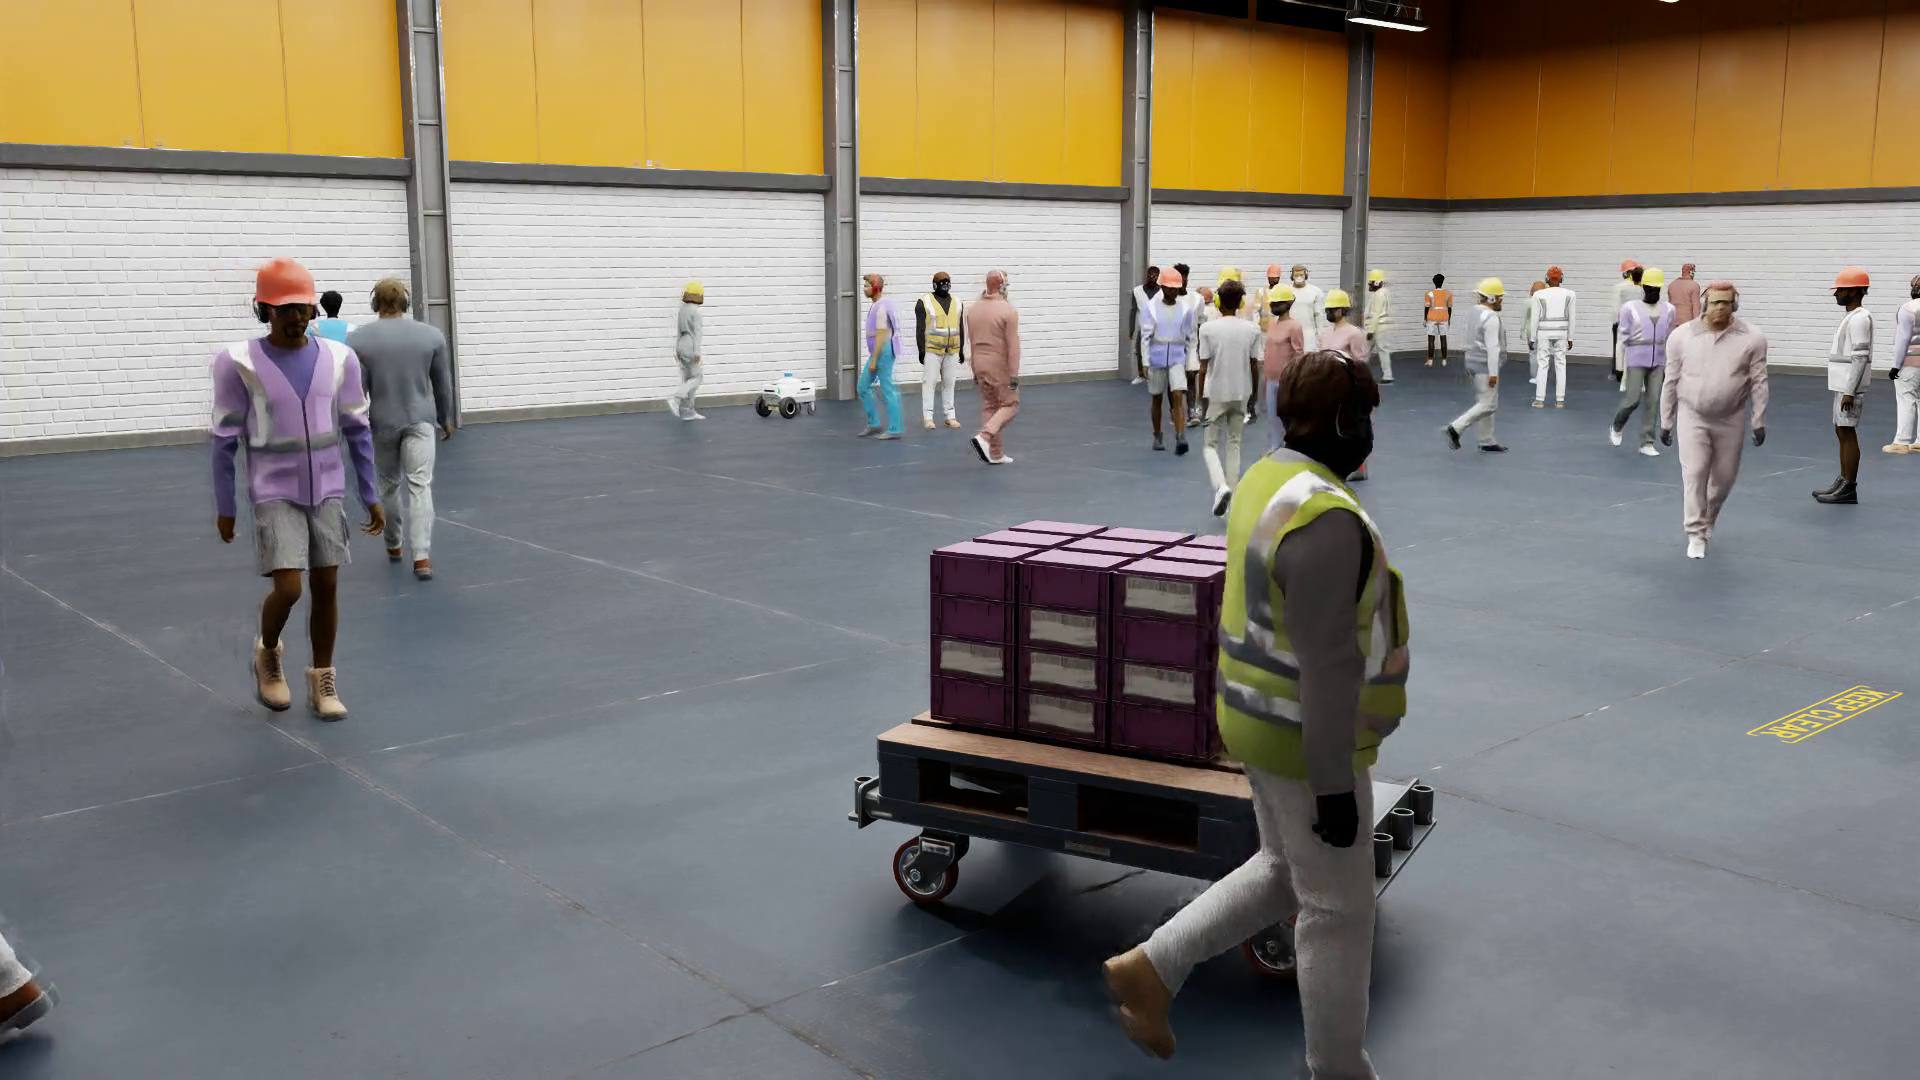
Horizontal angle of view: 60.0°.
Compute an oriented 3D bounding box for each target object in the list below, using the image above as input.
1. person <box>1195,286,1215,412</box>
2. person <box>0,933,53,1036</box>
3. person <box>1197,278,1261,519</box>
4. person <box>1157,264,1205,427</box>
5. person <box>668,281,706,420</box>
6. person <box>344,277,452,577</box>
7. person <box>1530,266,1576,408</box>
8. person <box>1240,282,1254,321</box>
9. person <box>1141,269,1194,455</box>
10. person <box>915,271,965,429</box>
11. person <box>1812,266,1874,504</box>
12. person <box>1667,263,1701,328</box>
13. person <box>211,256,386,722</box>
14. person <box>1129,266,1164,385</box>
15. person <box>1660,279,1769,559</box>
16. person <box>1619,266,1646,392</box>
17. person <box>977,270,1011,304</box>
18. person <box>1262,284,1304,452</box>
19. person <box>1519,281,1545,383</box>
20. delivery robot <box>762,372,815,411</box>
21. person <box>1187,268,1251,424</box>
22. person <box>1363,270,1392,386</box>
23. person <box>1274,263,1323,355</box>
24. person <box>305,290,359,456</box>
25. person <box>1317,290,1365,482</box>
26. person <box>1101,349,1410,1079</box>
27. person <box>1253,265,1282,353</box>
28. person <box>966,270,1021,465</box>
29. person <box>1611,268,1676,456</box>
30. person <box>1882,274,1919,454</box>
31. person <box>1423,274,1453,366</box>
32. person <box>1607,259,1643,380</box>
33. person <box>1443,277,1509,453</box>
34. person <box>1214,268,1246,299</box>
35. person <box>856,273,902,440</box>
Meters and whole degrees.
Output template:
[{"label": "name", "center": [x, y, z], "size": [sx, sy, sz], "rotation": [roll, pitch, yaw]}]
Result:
[{"label": "person", "center": [3.150, -2.435, 21.380], "size": [0.314, 1.636, 0.517], "rotation": [9, 13, 41]}, {"label": "person", "center": [-2.699, 0.426, 3.935], "size": [0.816, 1.880, 0.640], "rotation": [-3, 10, -18]}, {"label": "person", "center": [2.060, -1.052, 12.672], "size": [0.518, 1.846, 0.498], "rotation": [-1, 10, -5]}, {"label": "person", "center": [2.619, -2.291, 19.682], "size": [0.623, 1.920, 0.952], "rotation": [0, 10, -2]}, {"label": "person", "center": [-3.353, -2.314, 20.407], "size": [0.556, 1.722, 0.508], "rotation": [-8, 13, -39]}, {"label": "person", "center": [-3.593, -0.730, 10.694], "size": [0.649, 1.886, 1.047], "rotation": [-4, 10, -20]}, {"label": "person", "center": [7.915, -2.707, 22.240], "size": [0.573, 1.887, 0.356], "rotation": [1, 10, 8]}, {"label": "person", "center": [4.281, -3.163, 25.647], "size": [0.507, 1.631, 0.266], "rotation": [1, 10, 7]}, {"label": "person", "center": [2.121, -1.811, 16.986], "size": [0.553, 1.884, 0.989], "rotation": [0, 10, 0]}, {"label": "person", "center": [-0.215, -2.226, 19.556], "size": [0.623, 1.844, 0.429], "rotation": [-5, 11, -26]}, {"label": "person", "center": [7.245, -1.262, 13.627], "size": [0.363, 1.935, 0.553], "rotation": [4, 10, 22]}, {"label": "person", "center": [12.355, -3.757, 28.357], "size": [0.402, 1.903, 0.643], "rotation": [-5, 11, -25]}, {"label": "person", "center": [-2.846, -0.200, 7.163], "size": [0.627, 2.022, 0.473], "rotation": [-9, 13, -42]}, {"label": "person", "center": [2.942, -3.274, 25.592], "size": [0.612, 1.883, 0.735], "rotation": [2, 10, 14]}, {"label": "person", "center": [5.142, -0.841, 11.375], "size": [0.670, 1.878, 0.794], "rotation": [3, 10, 18]}, {"label": "person", "center": [10.089, -3.142, 24.835], "size": [0.512, 1.872, 0.328], "rotation": [7, 12, 35]}, {"label": "person", "center": [0.437, -2.927, 23.723], "size": [0.530, 1.824, 0.666], "rotation": [5, 11, 29]}, {"label": "person", "center": [2.955, -1.474, 15.378], "size": [0.321, 1.766, 0.535], "rotation": [-4, 11, -23]}, {"label": "person", "center": [9.207, -3.326, 26.623], "size": [0.523, 1.614, 0.557], "rotation": [0, 10, 2]}, {"label": "delivery robot", "center": [-2.159, -1.873, 20.968], "size": [0.477, 0.478, 0.707], "rotation": [8, 12, 37]}, {"label": "person", "center": [3.203, -2.323, 20.023], "size": [0.902, 1.880, 0.607], "rotation": [-5, 11, -29]}, {"label": "person", "center": [6.392, -3.313, 26.038], "size": [0.873, 1.792, 0.621], "rotation": [2, 10, 11]}, {"label": "person", "center": [4.520, -2.728, 22.254], "size": [0.661, 1.918, 0.583], "rotation": [2, 10, 10]}, {"label": "person", "center": [-6.220, -1.635, 16.548], "size": [0.541, 1.685, 0.419], "rotation": [-4, 10, -22]}, {"label": "person", "center": [3.298, -1.340, 14.716], "size": [0.902, 1.719, 0.546], "rotation": [-5, 11, -26]}, {"label": "person", "center": [0.734, 0.466, 3.870], "size": [0.700, 1.820, 0.625], "rotation": [0, 10, 2]}, {"label": "person", "center": [4.767, -3.244, 25.378], "size": [0.551, 1.902, 0.947], "rotation": [4, 10, 21]}, {"label": "person", "center": [0.316, -1.640, 15.982], "size": [0.651, 1.889, 0.602], "rotation": [10, 14, 44]}, {"label": "person", "center": [6.988, -1.823, 17.005], "size": [0.588, 1.912, 0.591], "rotation": [-1, 10, -5]}, {"label": "person", "center": [9.801, -1.801, 17.066], "size": [0.636, 1.842, 0.429], "rotation": [-3, 10, -17]}, {"label": "person", "center": [8.774, -4.037, 30.570], "size": [0.540, 1.698, 0.317], "rotation": [0, 10, -2]}, {"label": "person", "center": [10.857, -3.554, 26.942], "size": [0.620, 1.971, 0.827], "rotation": [-1, 10, -3]}, {"label": "person", "center": [5.302, -1.766, 16.963], "size": [0.646, 1.811, 0.595], "rotation": [0, 10, -2]}, {"label": "person", "center": [3.592, -2.723, 22.396], "size": [0.658, 1.865, 0.584], "rotation": [-7, 12, -34]}, {"label": "person", "center": [-0.918, -1.999, 18.258], "size": [0.613, 1.826, 0.560], "rotation": [-3, 10, -15]}]
